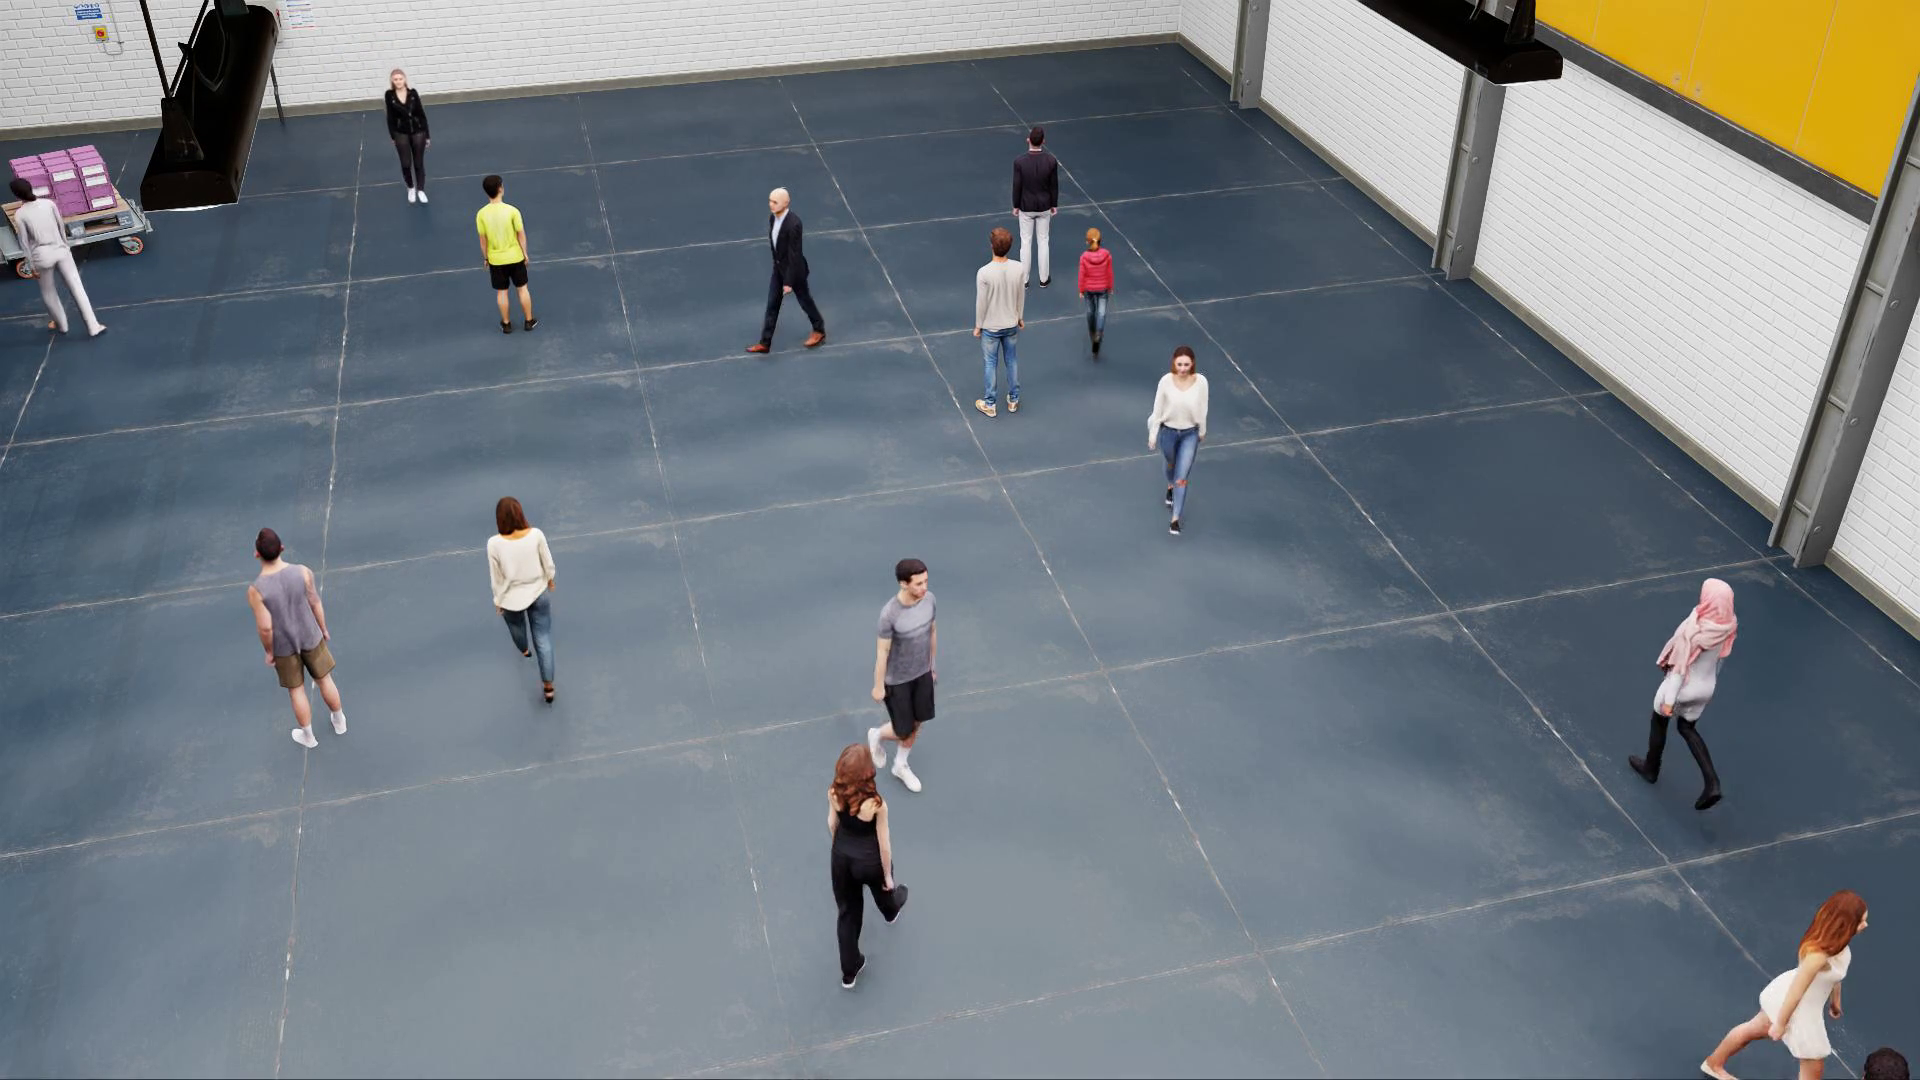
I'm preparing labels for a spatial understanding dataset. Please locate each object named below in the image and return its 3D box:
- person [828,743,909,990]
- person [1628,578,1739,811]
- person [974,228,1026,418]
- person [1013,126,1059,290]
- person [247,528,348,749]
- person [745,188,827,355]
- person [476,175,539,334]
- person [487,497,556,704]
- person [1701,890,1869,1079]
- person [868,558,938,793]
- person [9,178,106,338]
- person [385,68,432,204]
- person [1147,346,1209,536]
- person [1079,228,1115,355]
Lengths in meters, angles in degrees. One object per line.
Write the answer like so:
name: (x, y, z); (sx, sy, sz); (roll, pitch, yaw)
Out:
person: (-0.646, 1.991, 9.964); (0.964, 1.717, 1.122); (10, 35, 15)
person: (4.997, 1.075, 11.281); (0.693, 1.783, 1.041); (-12, 36, -18)
person: (0.386, -2.074, 15.911); (0.669, 1.902, 0.597); (-11, 35, -17)
person: (0.825, -3.668, 18.362); (0.703, 1.844, 0.641); (-1, 34, -1)
person: (-4.741, 0.698, 11.854); (0.716, 1.847, 0.727); (-26, 41, -33)
person: (-1.676, -2.756, 17.073); (1.119, 1.752, 1.233); (-28, 42, -35)
person: (-4.774, -2.995, 17.474); (0.634, 1.706, 0.558); (-6, 34, -8)
person: (-3.202, 0.473, 12.313); (0.712, 1.643, 1.076); (-12, 35, -17)
person: (4.551, 2.531, 9.202); (1.160, 1.660, 1.004); (25, 41, 33)
person: (-0.435, 0.878, 11.511); (0.884, 1.857, 0.957); (-22, 39, -29)
person: (-9.450, -2.926, 17.372); (0.913, 1.705, 1.023); (-27, 42, -35)
person: (-6.796, -5.006, 20.527); (0.648, 1.676, 0.606); (-14, 36, -20)
person: (1.888, -0.935, 14.440); (0.946, 1.634, 1.206); (5, 34, 7)
person: (1.414, -2.558, 17.189); (0.679, 1.294, 0.905); (2, 34, 3)
